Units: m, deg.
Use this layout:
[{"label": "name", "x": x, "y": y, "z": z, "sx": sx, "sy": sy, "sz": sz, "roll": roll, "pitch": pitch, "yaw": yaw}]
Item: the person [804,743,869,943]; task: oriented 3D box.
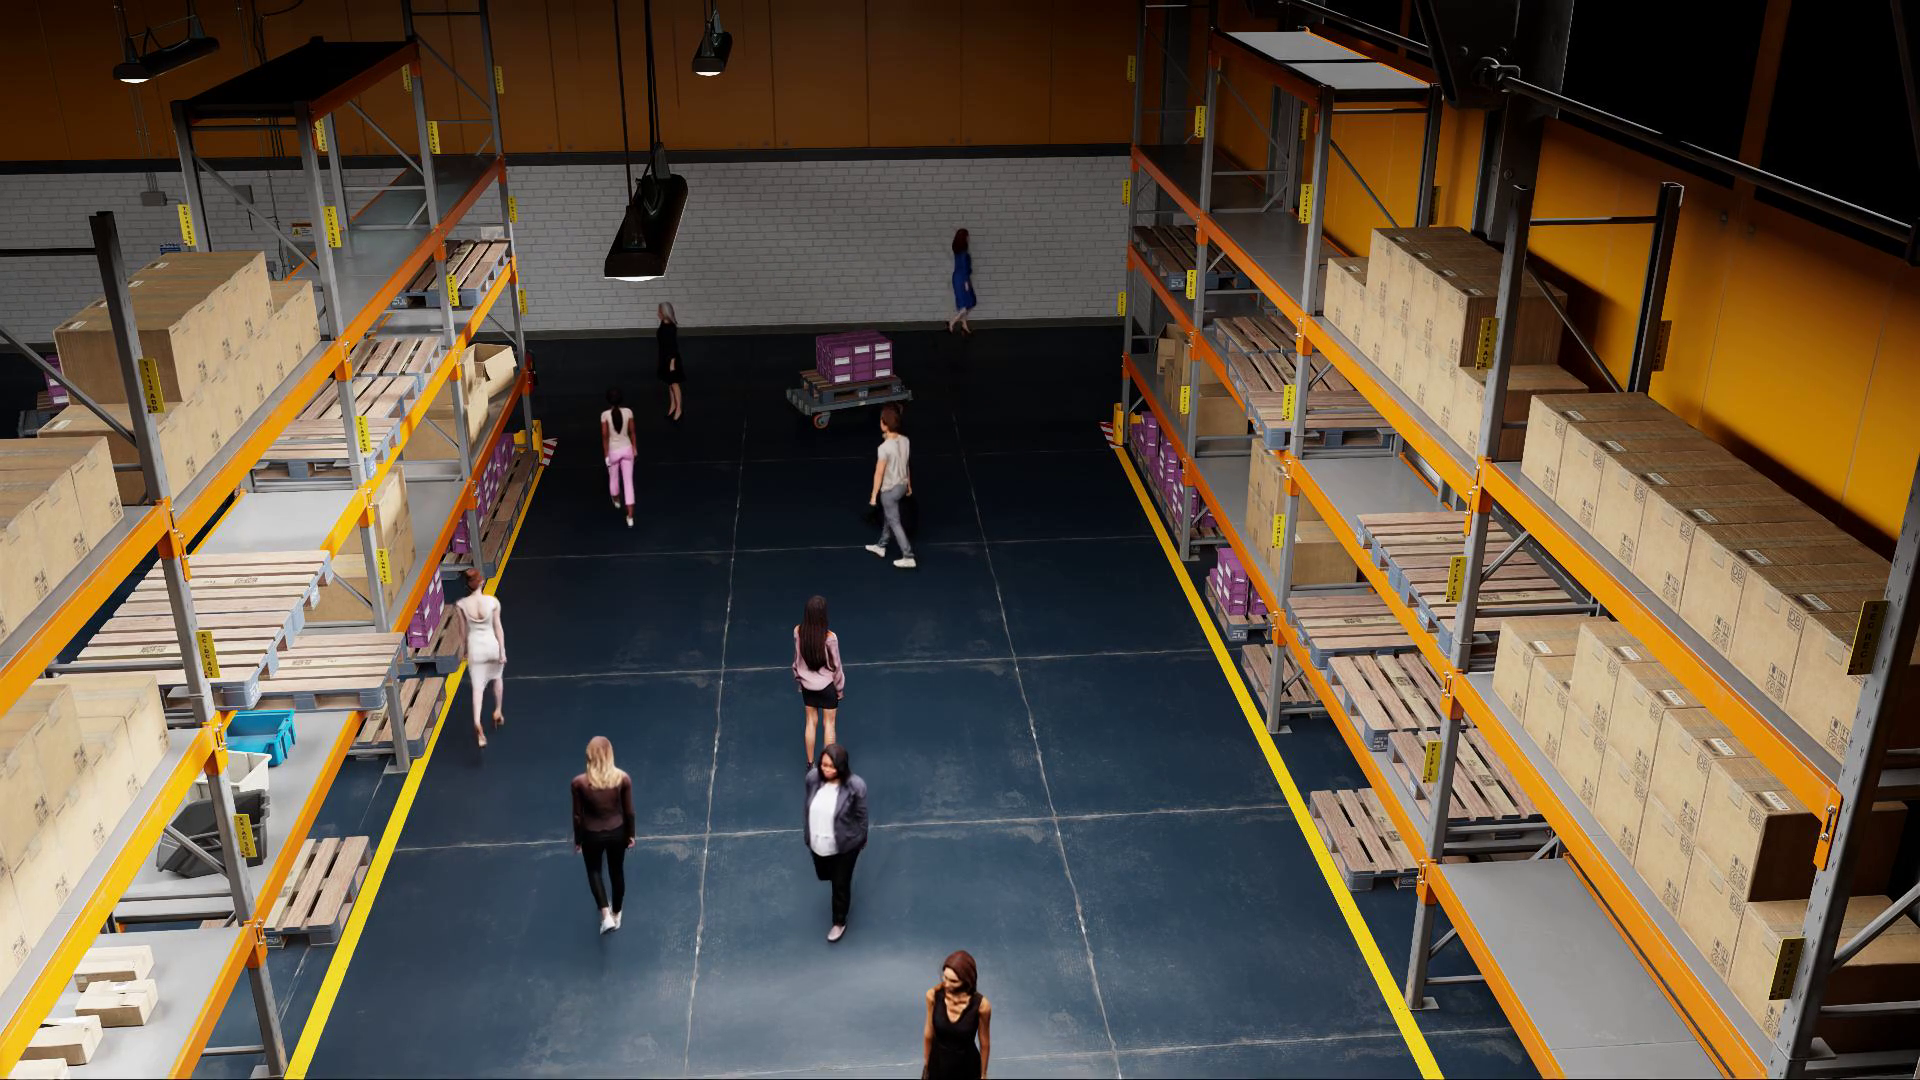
[{"label": "person", "x": -0.943, "y": 2.265, "z": 12.861, "sx": 0.885, "sy": 1.576, "sz": 1.043, "roll": 8, "pitch": 25, "yaw": 17}]

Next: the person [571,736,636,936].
[{"label": "person", "x": -2.697, "y": 2.297, "z": 12.639, "sx": 0.709, "sy": 1.696, "sz": 0.820, "roll": -7, "pitch": 25, "yaw": -15}]

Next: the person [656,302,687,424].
[{"label": "person", "x": -4.129, "y": -2.537, "z": 23.634, "sx": 0.745, "sy": 1.747, "sz": 0.632, "roll": -12, "pitch": 26, "yaw": -26}]

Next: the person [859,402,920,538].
[{"label": "person", "x": -0.701, "y": -0.807, "z": 19.811, "sx": 1.128, "sy": 1.638, "sz": 1.093, "roll": 17, "pitch": 29, "yaw": 34}]

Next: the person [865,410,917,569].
[{"label": "person", "x": -0.711, "y": -0.546, "z": 18.929, "sx": 1.113, "sy": 1.866, "sz": 1.095, "roll": 15, "pitch": 28, "yaw": 31}]

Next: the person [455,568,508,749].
[{"label": "person", "x": -4.400, "y": 1.100, "z": 15.288, "sx": 0.582, "sy": 1.767, "sz": 1.037, "roll": -2, "pitch": 24, "yaw": -4}]

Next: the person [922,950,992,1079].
[{"label": "person", "x": -0.019, "y": 3.279, "z": 10.220, "sx": 0.652, "sy": 1.834, "sz": 0.632, "roll": 6, "pitch": 24, "yaw": 13}]

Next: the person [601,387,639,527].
[{"label": "person", "x": -4.094, "y": -0.982, "z": 20.150, "sx": 0.828, "sy": 1.687, "sz": 1.247, "roll": -9, "pitch": 25, "yaw": -19}]

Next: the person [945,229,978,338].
[{"label": "person", "x": -0.018, "y": -4.192, "z": 27.328, "sx": 0.795, "sy": 1.819, "sz": 0.760, "roll": -7, "pitch": 24, "yaw": -15}]

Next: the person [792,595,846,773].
[{"label": "person", "x": -1.247, "y": 1.319, "z": 14.731, "sx": 0.703, "sy": 1.811, "sz": 0.691, "roll": 9, "pitch": 25, "yaw": 21}]
